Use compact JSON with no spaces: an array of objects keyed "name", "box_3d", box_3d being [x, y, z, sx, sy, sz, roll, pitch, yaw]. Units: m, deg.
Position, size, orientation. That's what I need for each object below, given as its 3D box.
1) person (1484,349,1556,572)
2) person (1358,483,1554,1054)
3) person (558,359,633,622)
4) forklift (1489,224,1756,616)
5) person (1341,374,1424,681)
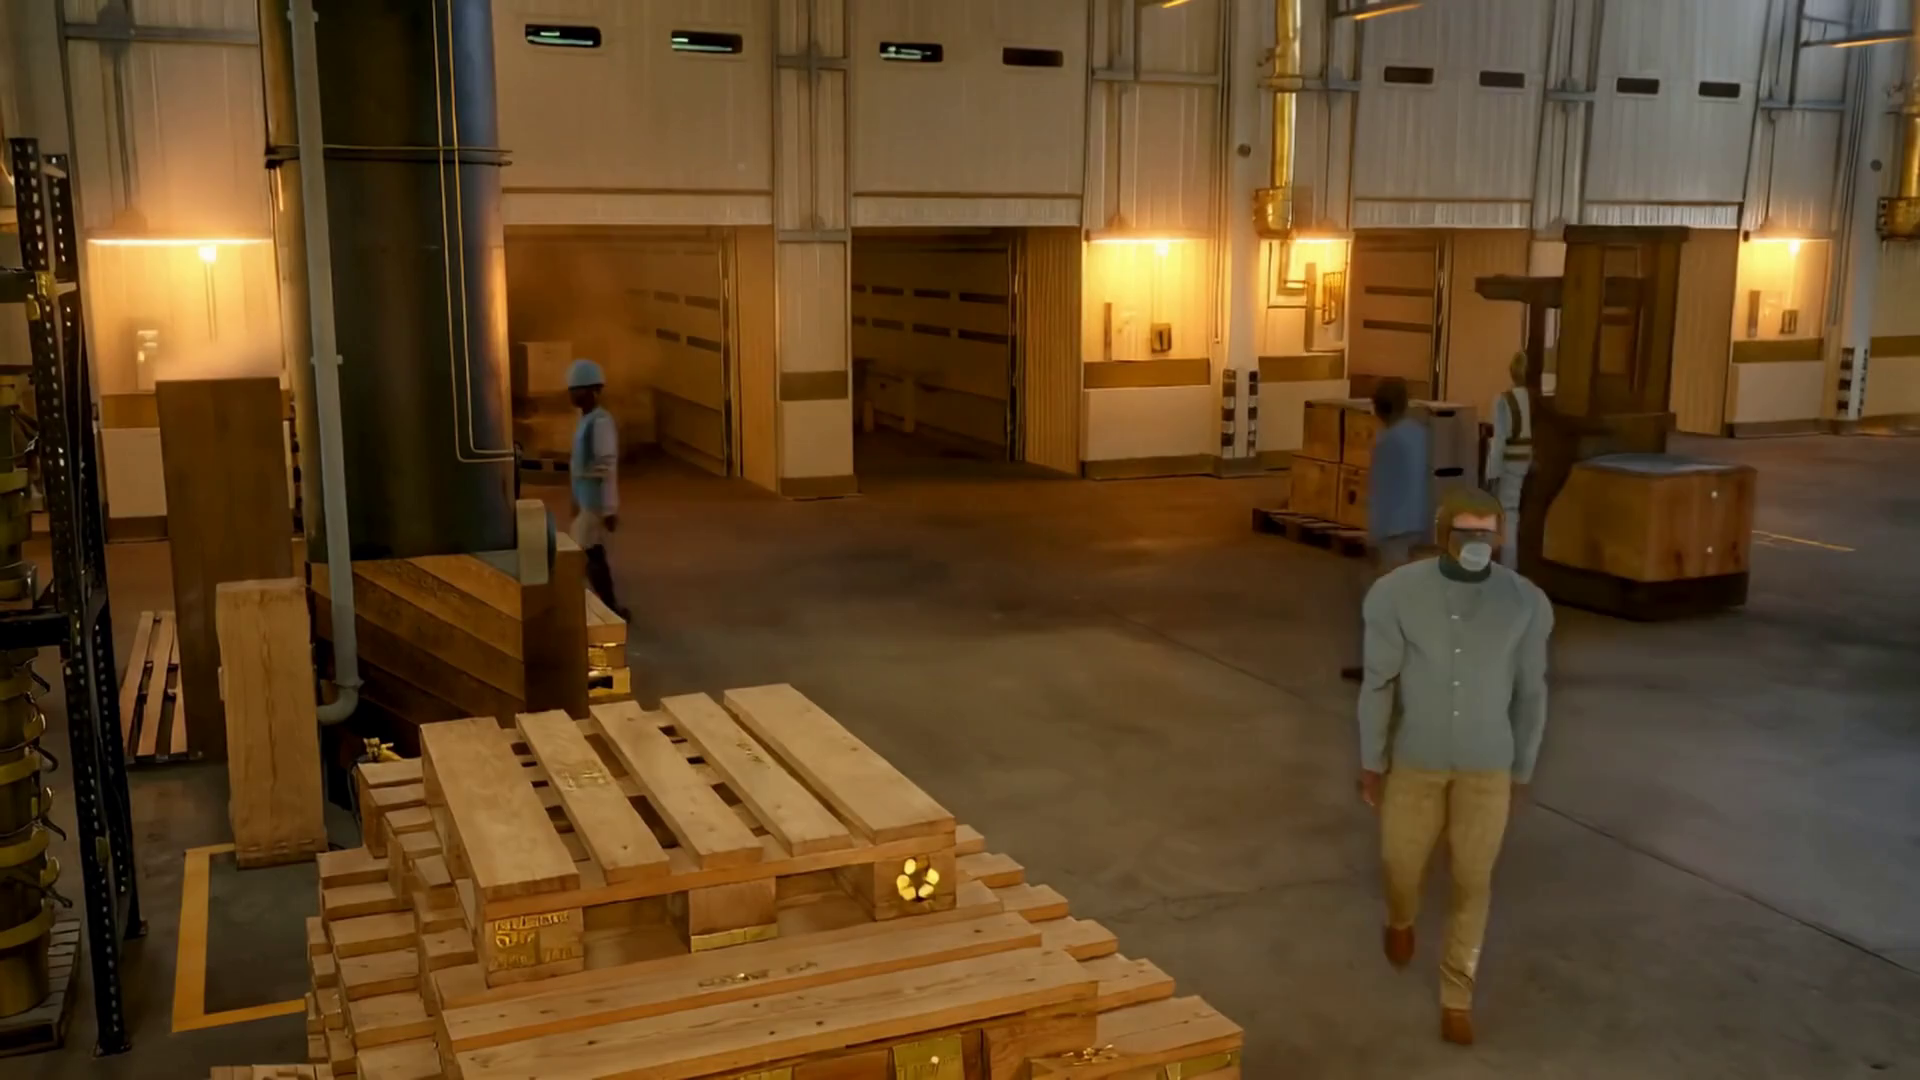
[{"name":"person","box_3d":[4.314,-0.525,12.835,0.572,1.883,0.356,-4,11,-19]},{"name":"person","box_3d":[1.682,0.738,5.743,0.629,1.926,0.624,2,10,9]},{"name":"person","box_3d":[-2.525,-0.266,11.285,0.403,1.919,0.553,-3,11,-17]},{"name":"forklift","box_3d":[4.938,-0.970,12.534,1.129,2.768,1.873,-4,11,-23]},{"name":"person","box_3d":[2.687,-0.047,10.112,0.577,1.919,0.631,5,11,24]}]
